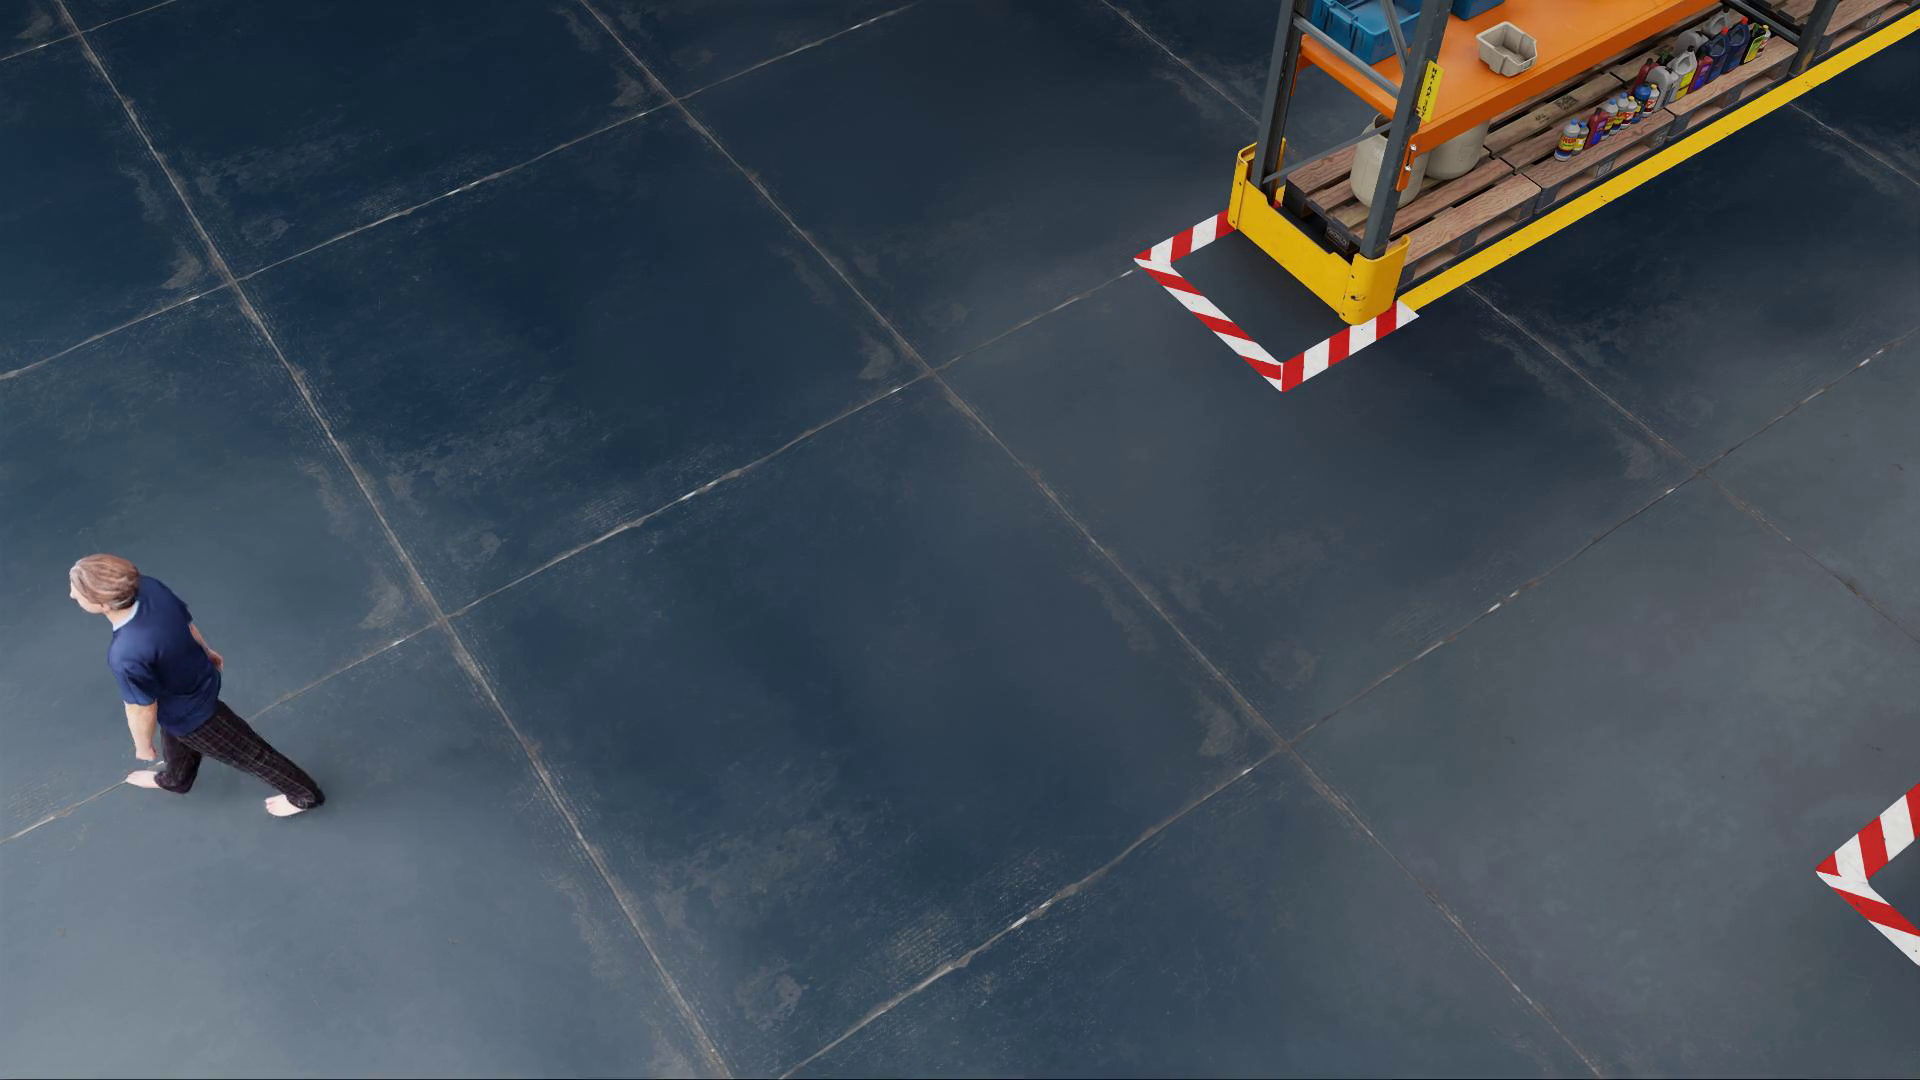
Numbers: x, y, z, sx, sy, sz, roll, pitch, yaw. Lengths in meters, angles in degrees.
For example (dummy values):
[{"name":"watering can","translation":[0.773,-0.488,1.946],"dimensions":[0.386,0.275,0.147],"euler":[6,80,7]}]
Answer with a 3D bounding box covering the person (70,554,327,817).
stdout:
[{"name":"person","translation":[-3.172,0.660,7.058],"dimensions":[1.211,1.832,0.983],"euler":[-7,53,-6]}]
